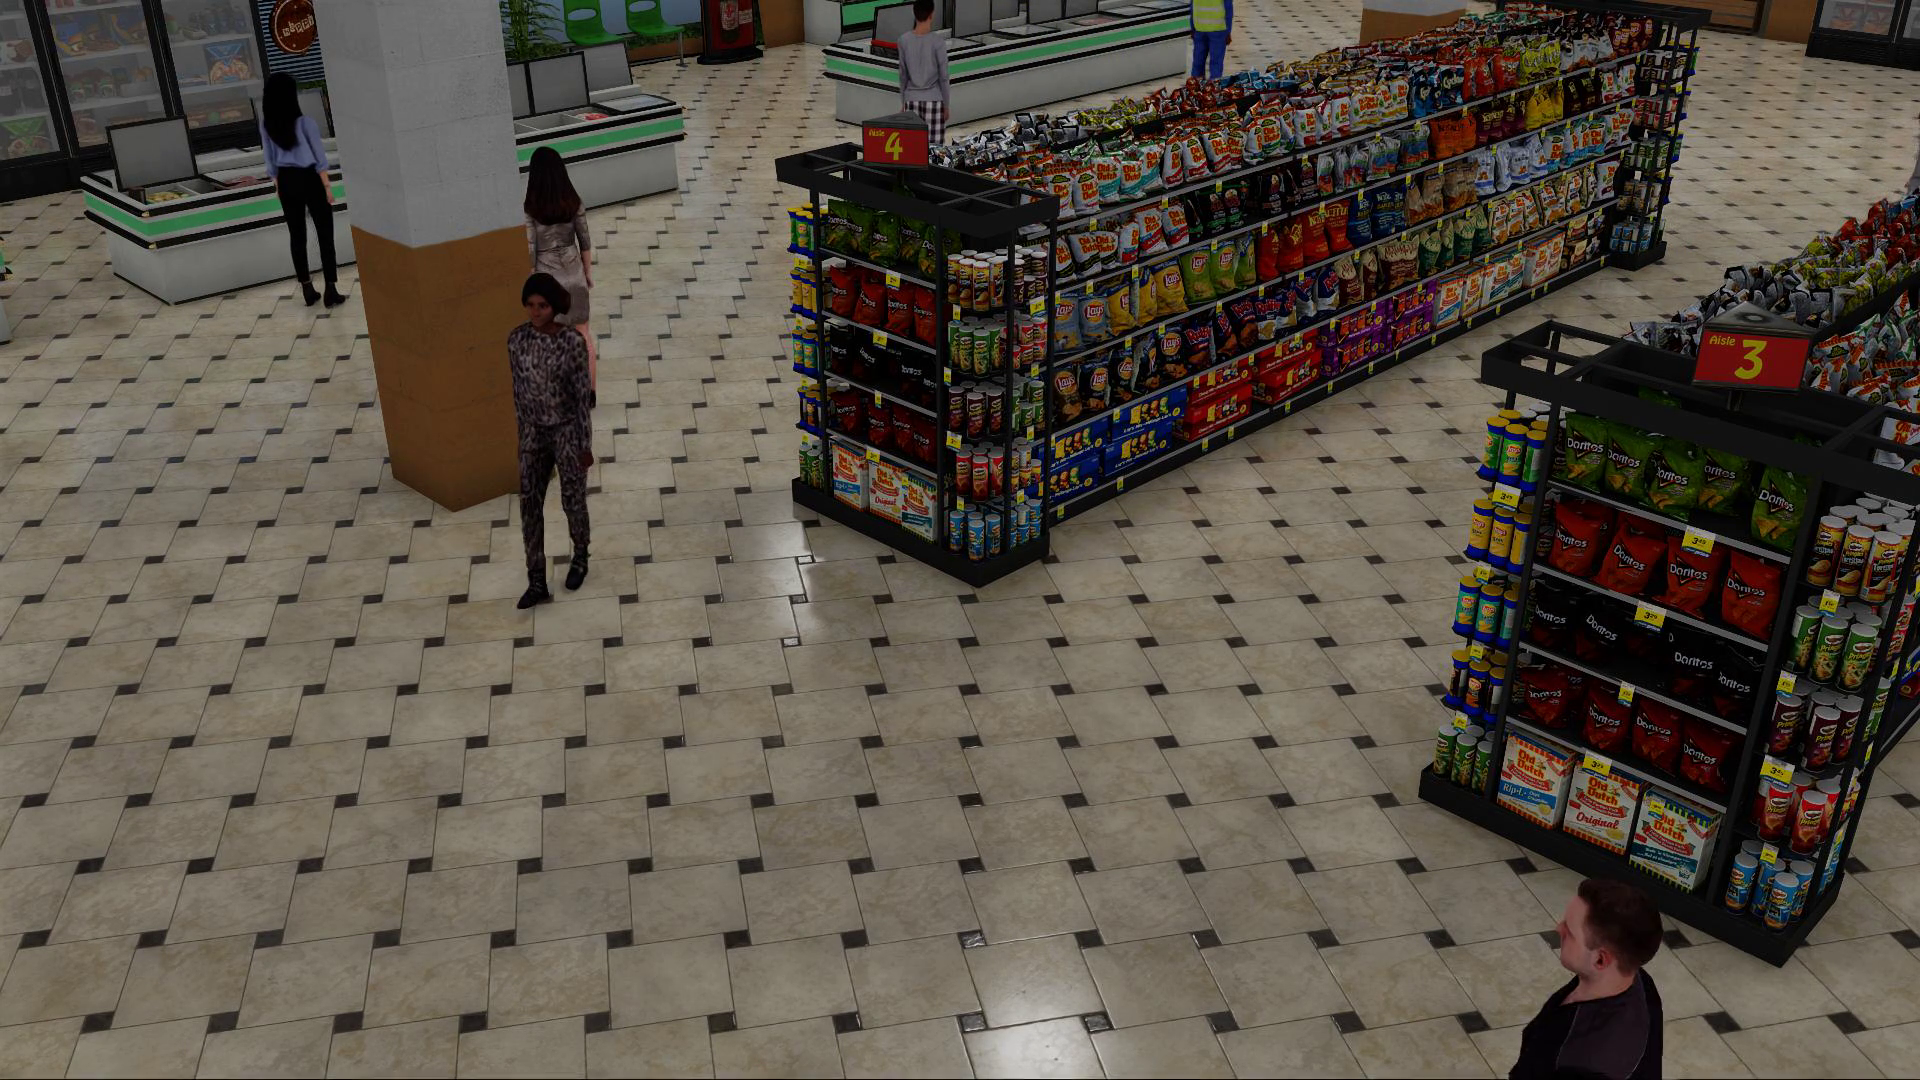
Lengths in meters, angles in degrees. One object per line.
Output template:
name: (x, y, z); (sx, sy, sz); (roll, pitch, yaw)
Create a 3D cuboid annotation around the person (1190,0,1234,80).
person: (2.768, -5.666, 18.414); (0.696, 1.812, 0.601); (19, 33, 33)

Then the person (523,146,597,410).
person: (-2.522, -1.606, 10.481); (0.498, 1.746, 0.687); (-18, 32, -31)

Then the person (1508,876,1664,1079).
person: (1.569, 1.611, 4.053); (0.789, 1.823, 0.665); (18, 32, 31)

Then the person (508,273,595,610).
person: (-2.016, -0.544, 8.438); (0.841, 1.701, 0.938); (5, 27, 10)

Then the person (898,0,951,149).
person: (-0.319, -3.917, 14.926); (0.699, 1.848, 0.687); (8, 28, 16)

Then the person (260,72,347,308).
person: (-4.928, -2.606, 12.454); (0.732, 1.747, 0.762); (3, 27, 6)
